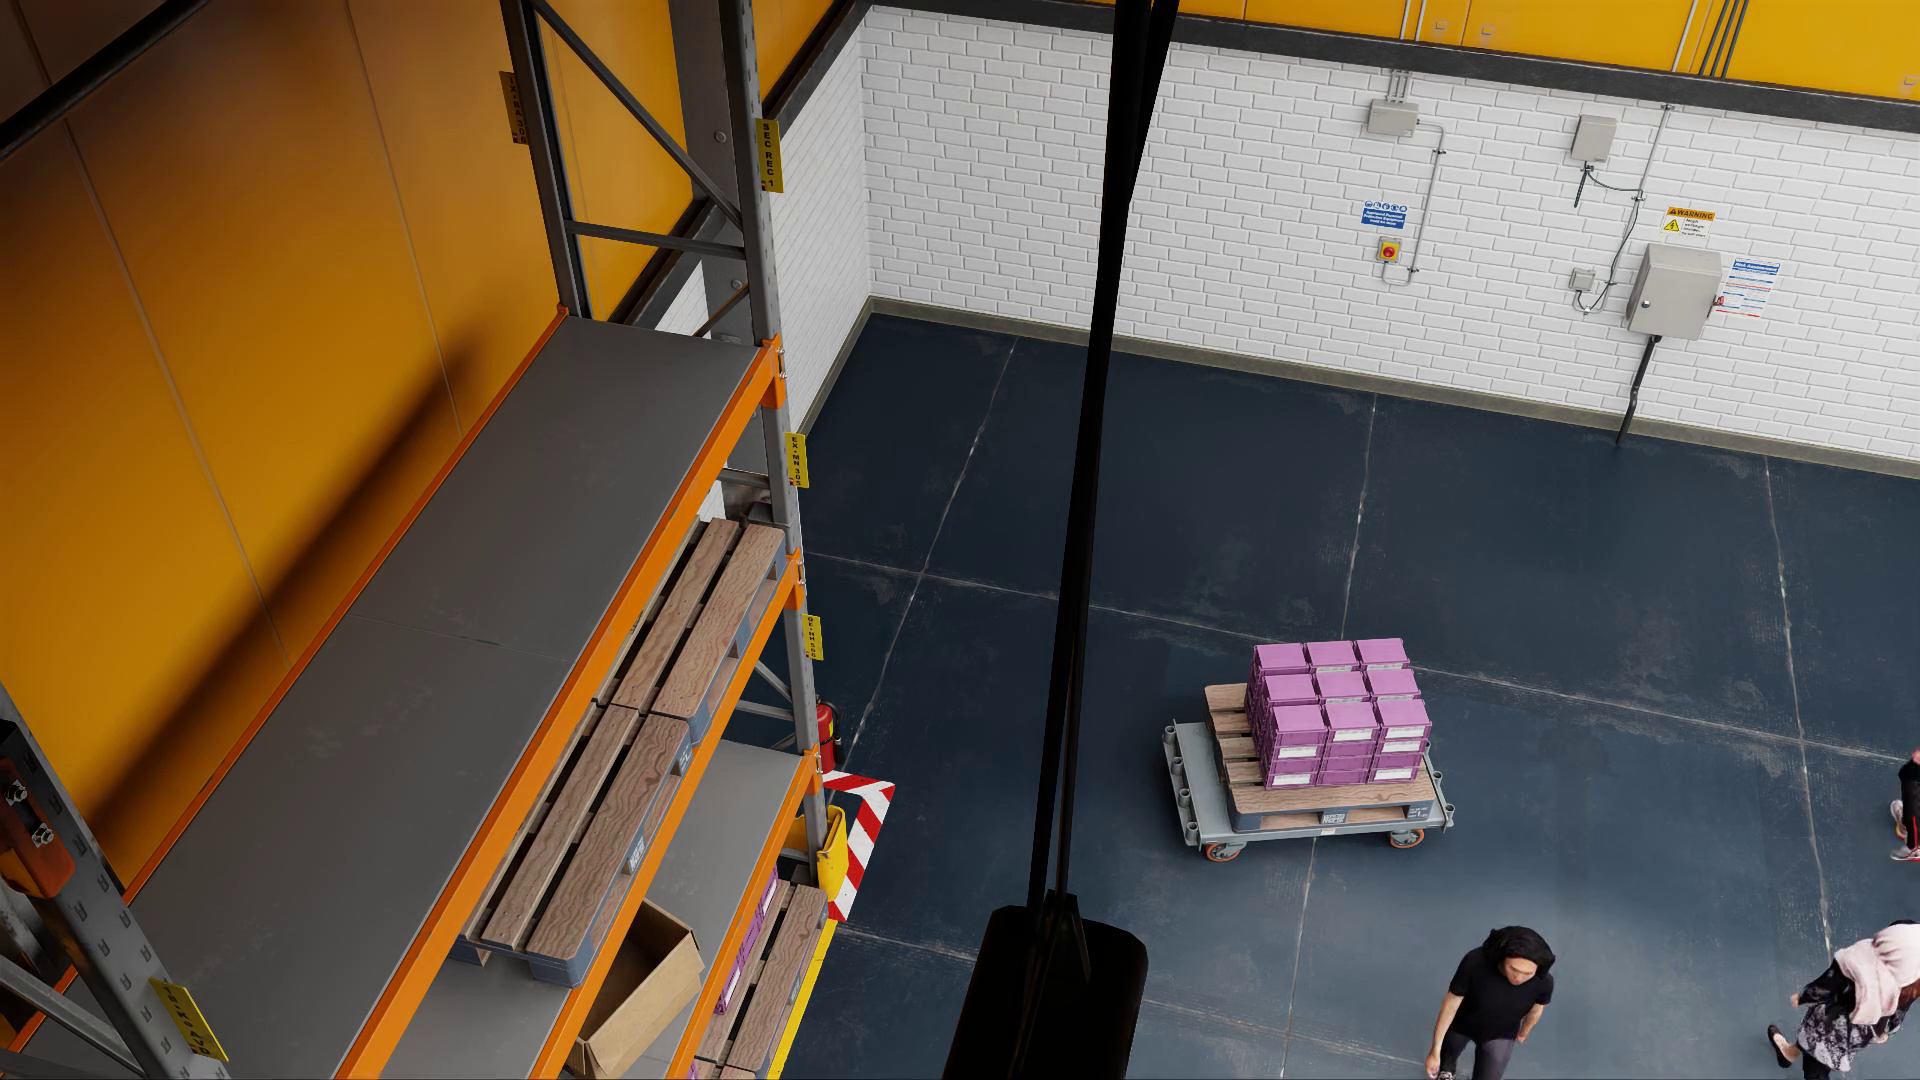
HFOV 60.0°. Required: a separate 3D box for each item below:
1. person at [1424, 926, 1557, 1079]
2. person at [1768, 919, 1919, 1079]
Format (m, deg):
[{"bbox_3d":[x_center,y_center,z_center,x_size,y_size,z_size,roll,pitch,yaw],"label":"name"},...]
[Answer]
[{"bbox_3d":[2.667,2.384,8.468,0.698,1.805,0.999,16,46,16],"label":"person"},{"bbox_3d":[4.534,2.525,8.466,0.842,1.603,1.168,-2,44,-2],"label":"person"}]
